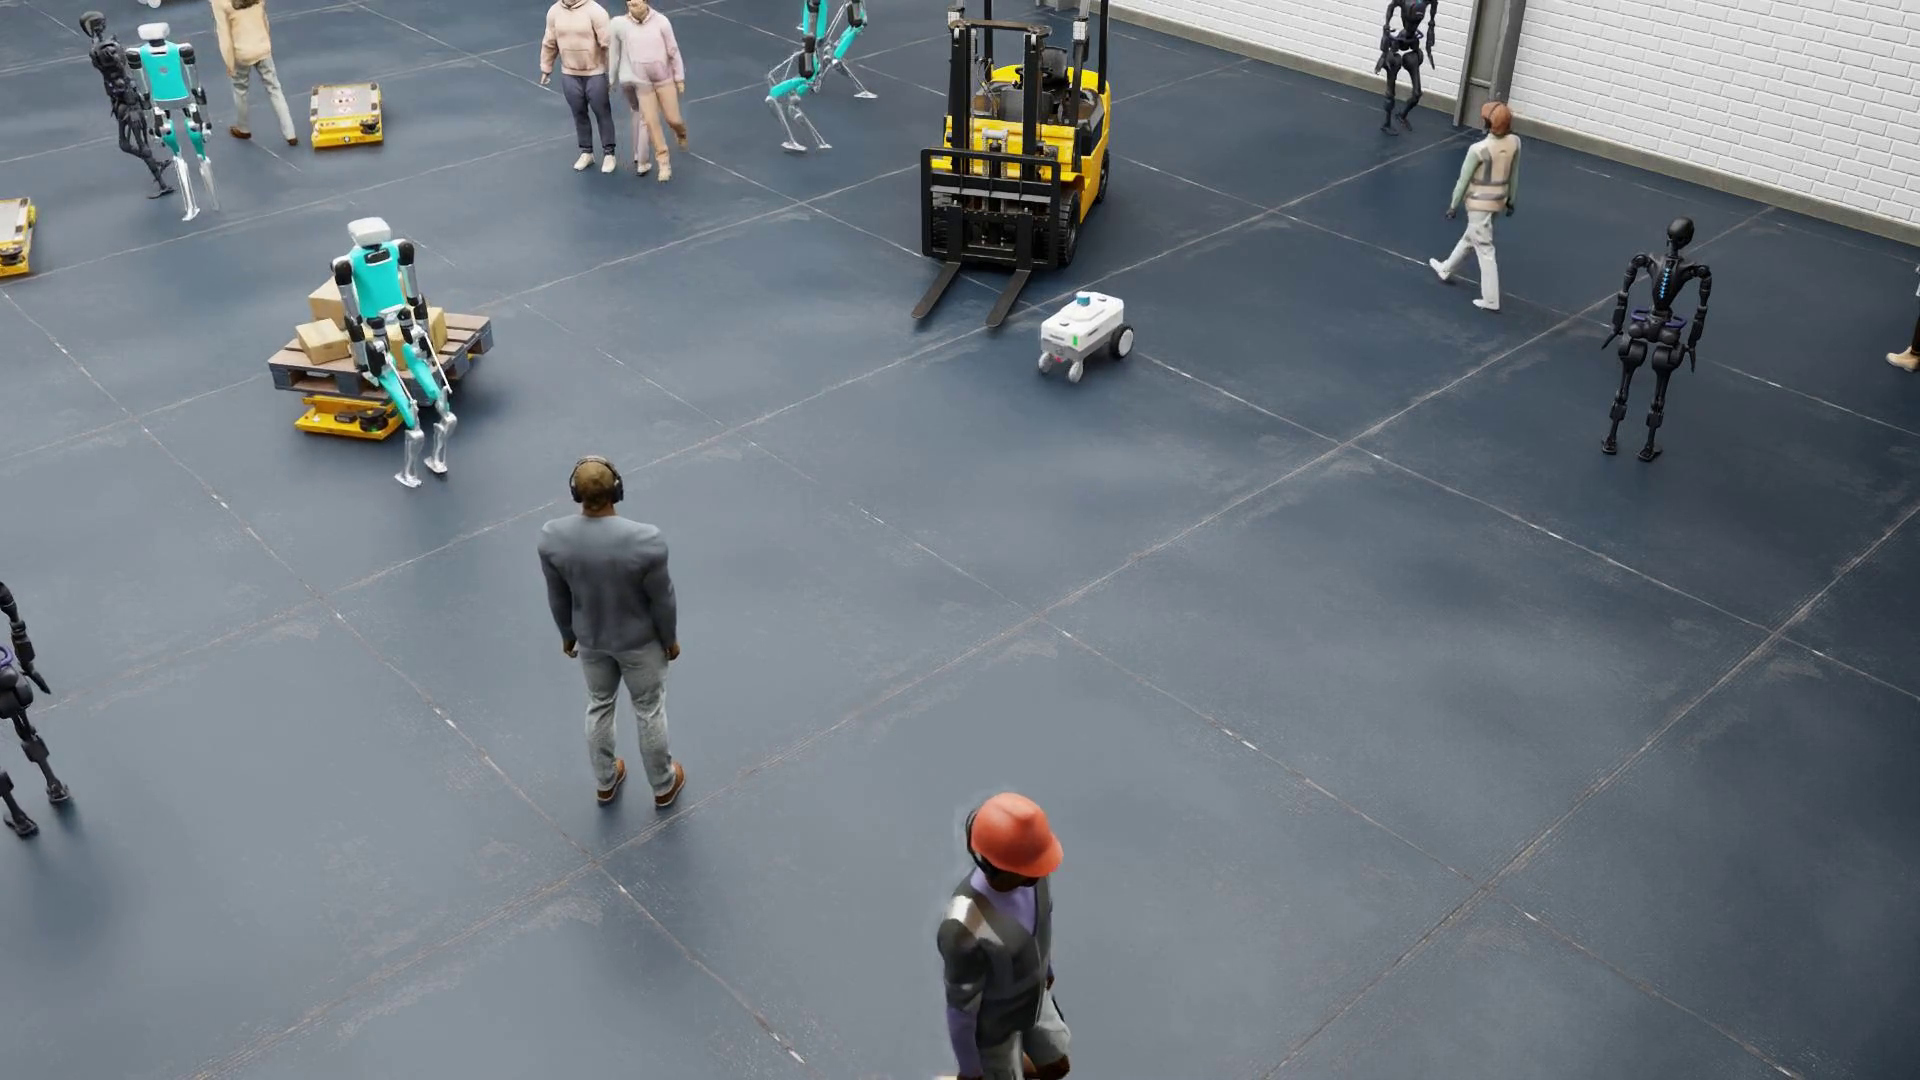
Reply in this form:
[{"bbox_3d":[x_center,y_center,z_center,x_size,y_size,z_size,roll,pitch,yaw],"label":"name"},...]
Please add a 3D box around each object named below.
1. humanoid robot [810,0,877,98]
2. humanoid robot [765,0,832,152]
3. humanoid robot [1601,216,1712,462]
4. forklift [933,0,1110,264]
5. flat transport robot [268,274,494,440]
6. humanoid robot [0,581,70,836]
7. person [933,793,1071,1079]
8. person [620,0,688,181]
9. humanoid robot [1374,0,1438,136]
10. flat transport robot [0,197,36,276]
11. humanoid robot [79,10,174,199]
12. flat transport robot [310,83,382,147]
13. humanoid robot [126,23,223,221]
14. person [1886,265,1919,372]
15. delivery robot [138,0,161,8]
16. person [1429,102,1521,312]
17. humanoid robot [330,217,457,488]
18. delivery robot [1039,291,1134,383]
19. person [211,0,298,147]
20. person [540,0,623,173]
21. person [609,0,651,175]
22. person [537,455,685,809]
[{"bbox_3d":[-1.299,-5.417,17.229,0.853,1.844,0.551,1,33,2],"label":"humanoid robot"},{"bbox_3d":[-1.595,-4.506,15.766,0.786,1.788,0.530,2,33,3],"label":"humanoid robot"},{"bbox_3d":[4.541,-1.327,10.908,0.599,1.657,0.315,17,37,25],"label":"humanoid robot"},{"bbox_3d":[0.570,-3.725,14.138,1.214,2.155,2.313,9,34,13],"label":"forklift"},{"bbox_3d":[-4.099,-1.157,11.951,0.659,0.231,1.431,7,34,11],"label":"flat transport robot"},{"bbox_3d":[-4.627,0.700,7.802,0.596,1.657,0.342,-28,42,-36],"label":"humanoid robot"},{"bbox_3d":[0.138,1.664,6.008,0.513,2.023,0.627,19,38,27],"label":"person"},{"bbox_3d":[-2.801,-4.248,15.342,0.545,1.748,0.675,1,33,2],"label":"person"},{"bbox_3d":[4.337,-4.759,16.194,0.600,1.644,0.358,-8,34,-12],"label":"humanoid robot"},{"bbox_3d":[-8.250,-2.560,14.107,0.659,0.231,1.431,-13,35,-19],"label":"flat transport robot"},{"bbox_3d":[-7.437,-3.932,14.932,0.450,1.638,0.610,-28,42,-35],"label":"humanoid robot"},{"bbox_3d":[-6.194,-4.309,16.795,0.659,0.231,1.431,-9,34,-14],"label":"flat transport robot"},{"bbox_3d":[-6.757,-3.622,14.443,0.530,1.832,0.696,-10,34,-15],"label":"humanoid robot"},{"bbox_3d":[7.135,-2.025,11.974,0.541,1.695,0.316,-11,35,-17],"label":"person"},{"bbox_3d":[-9.788,-6.933,20.584,0.499,0.614,0.791,25,41,33],"label":"delivery robot"},{"bbox_3d":[4.056,-2.637,13.001,0.530,1.585,0.872,-18,37,-26],"label":"person"},{"bbox_3d":[-3.487,-1.126,10.536,0.533,1.770,0.690,-28,42,-36],"label":"humanoid robot"},{"bbox_3d":[0.914,-1.547,12.296,0.499,0.604,0.801,21,39,29],"label":"delivery robot"},{"bbox_3d":[-6.895,-4.738,16.037,0.807,1.823,0.569,28,42,36],"label":"person"},{"bbox_3d":[-3.483,-4.355,15.415,0.818,1.852,0.434,5,33,8],"label":"person"},{"bbox_3d":[-2.947,-4.279,15.406,0.545,1.718,0.614,4,33,7],"label":"person"},{"bbox_3d":[-1.640,0.460,7.950,0.620,1.931,0.358,6,34,9],"label":"person"}]
